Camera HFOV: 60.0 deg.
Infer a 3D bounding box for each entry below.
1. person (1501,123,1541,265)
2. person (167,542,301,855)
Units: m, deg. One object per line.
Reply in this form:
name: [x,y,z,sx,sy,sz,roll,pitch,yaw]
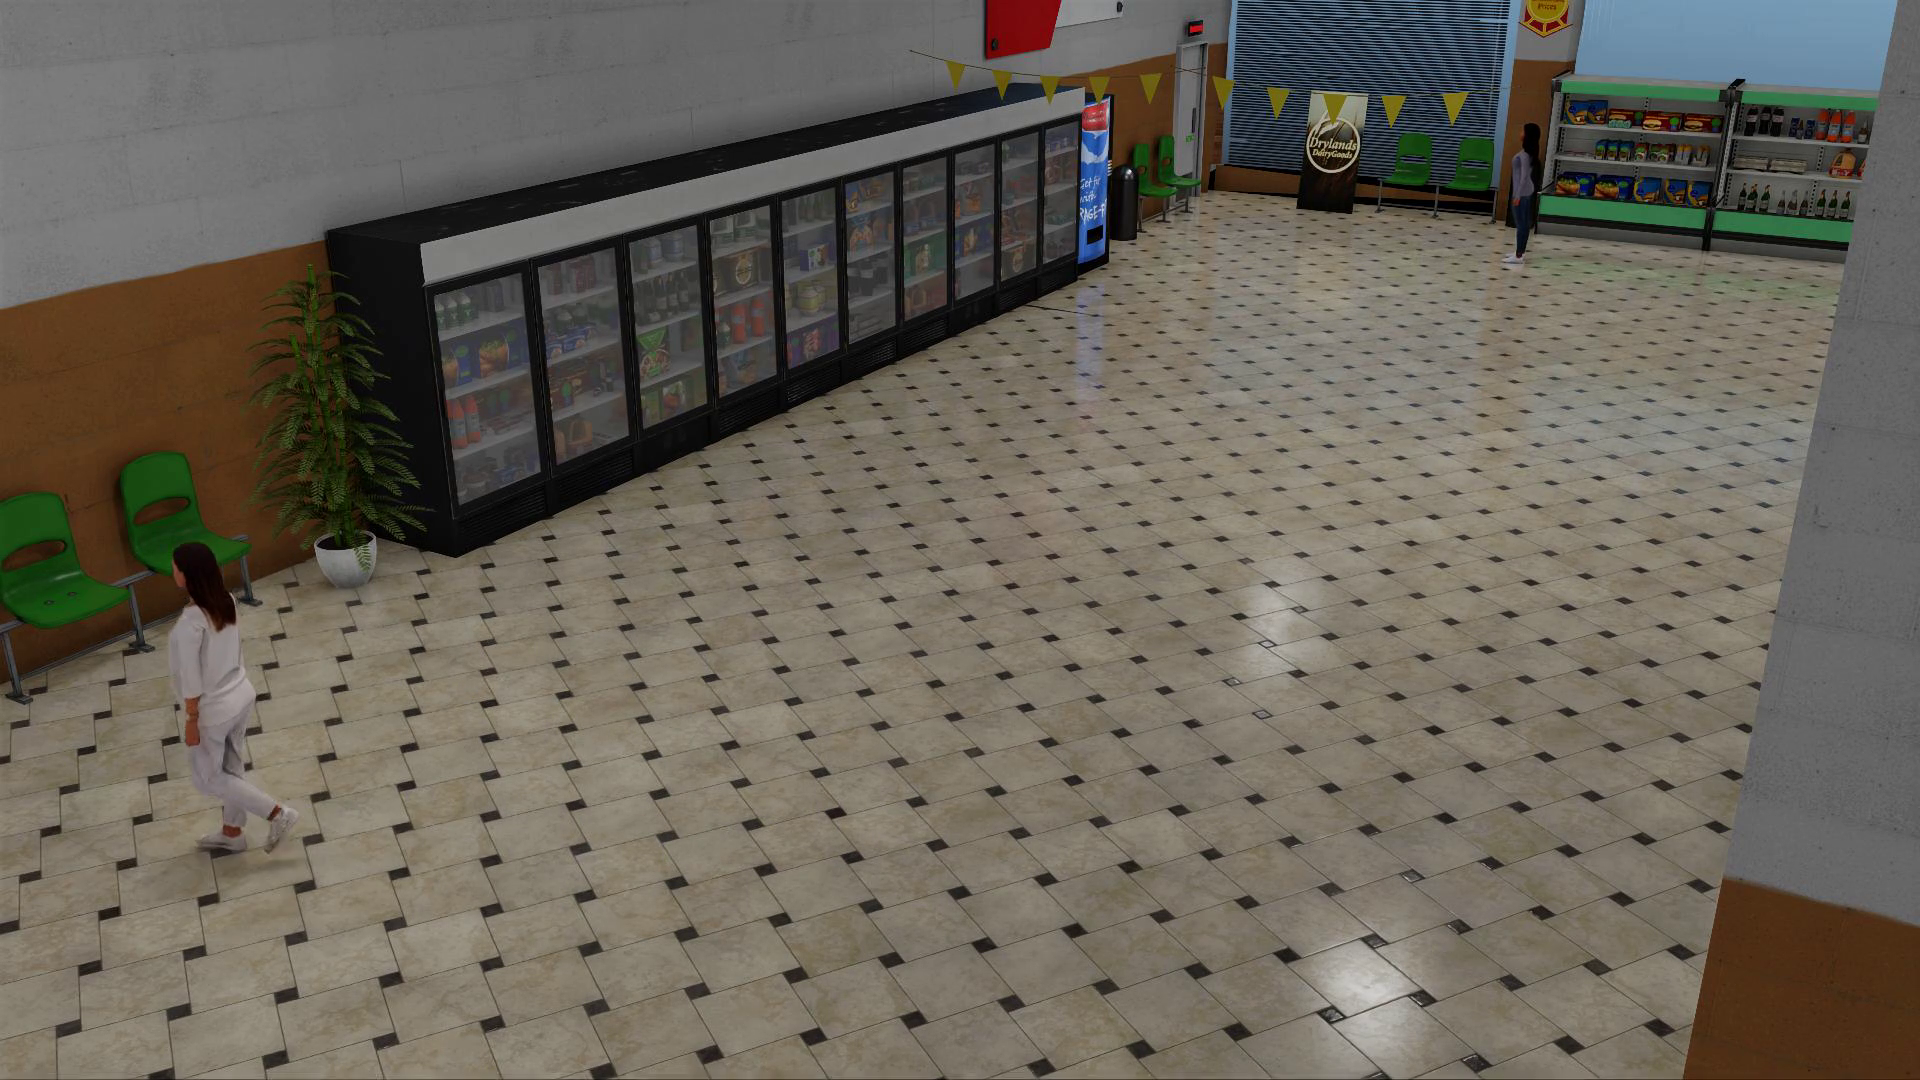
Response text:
person: [7.112,-4.368,20.959,0.518,1.735,0.601,13,25,29]
person: [-3.582,0.811,8.143,0.941,1.680,0.816,1,22,3]
